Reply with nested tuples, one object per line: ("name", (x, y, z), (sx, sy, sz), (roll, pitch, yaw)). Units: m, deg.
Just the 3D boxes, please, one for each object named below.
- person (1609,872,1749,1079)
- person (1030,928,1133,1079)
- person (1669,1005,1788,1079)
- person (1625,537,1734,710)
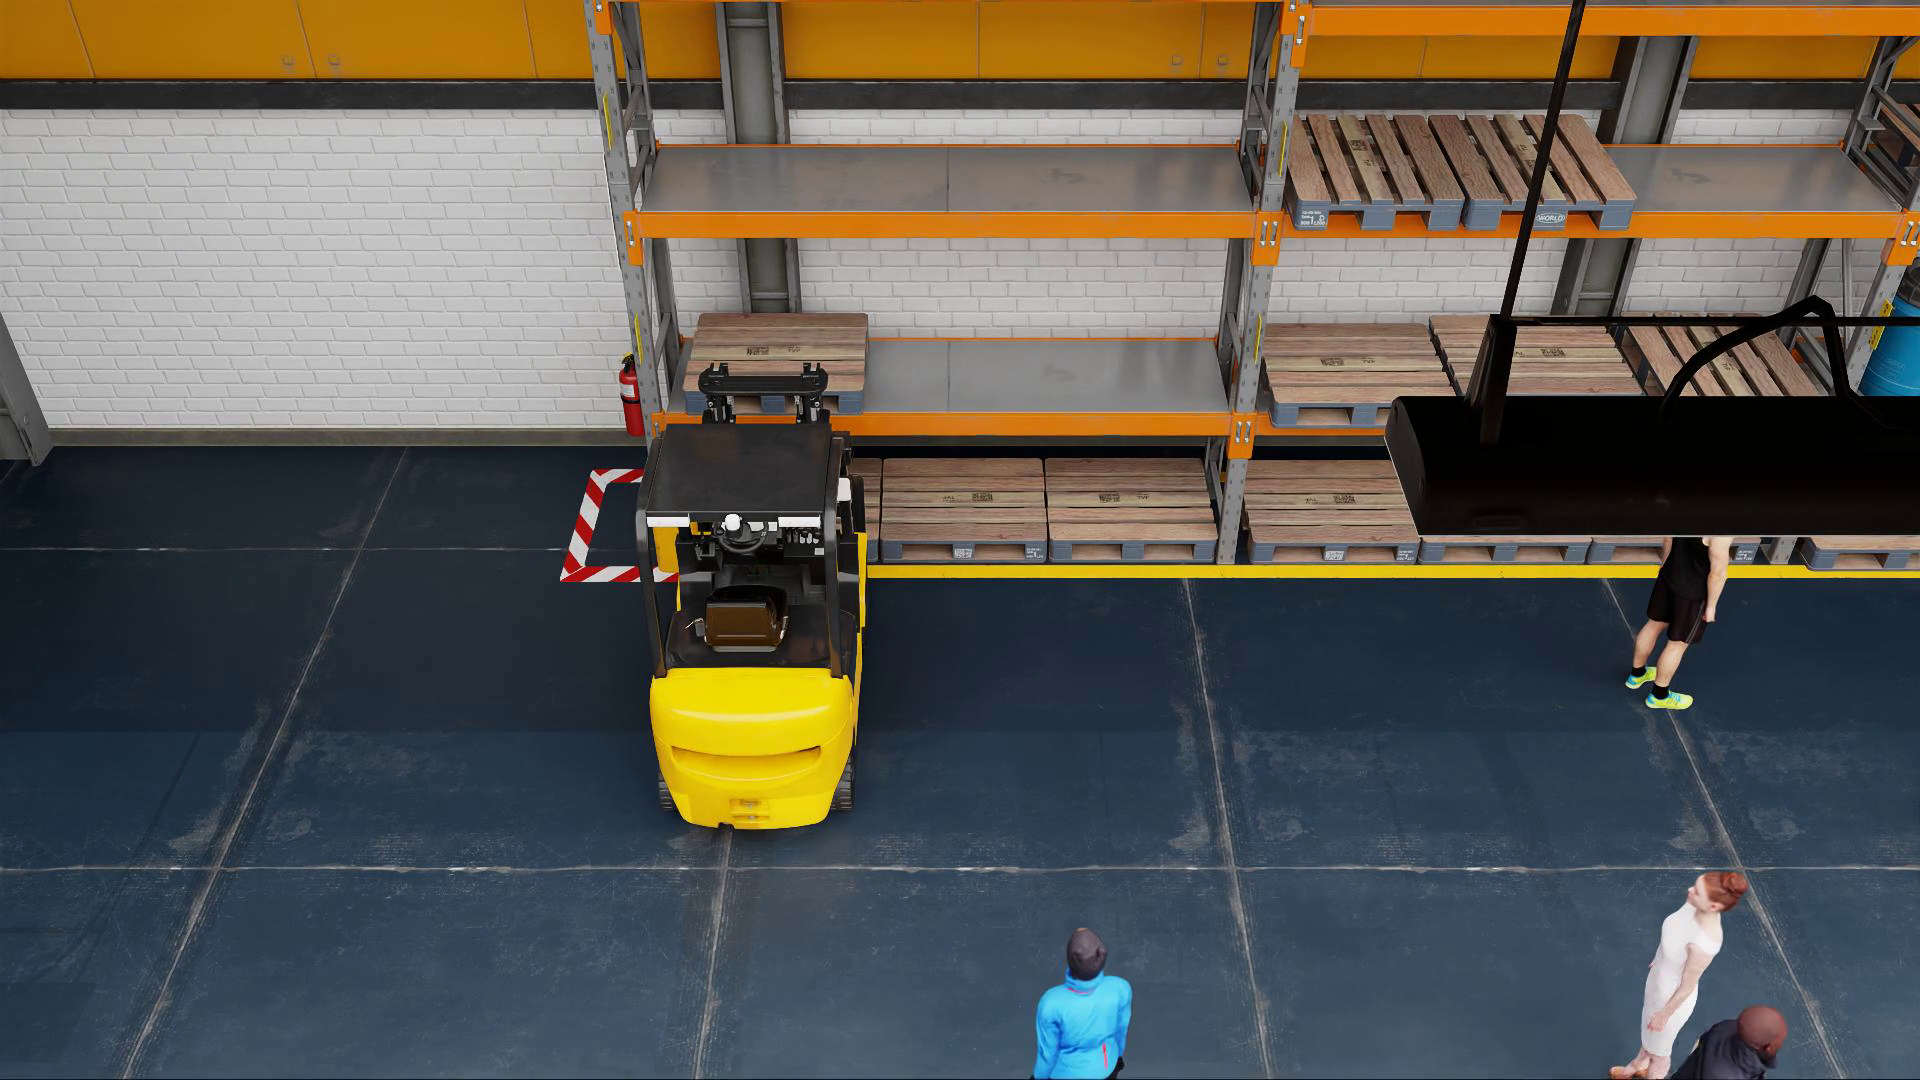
("person", (3.454, 2.195, 8.053), (0.565, 1.793, 0.614), (11, 40, 13))
("person", (0.560, 2.446, 7.737), (0.572, 1.794, 0.736), (-11, 40, -14))
("person", (3.203, 2.664, 7.469), (1.085, 1.789, 0.989), (20, 43, 23))
("person", (4.541, 0.264, 10.390), (0.697, 1.892, 0.738), (-11, 40, -13))
